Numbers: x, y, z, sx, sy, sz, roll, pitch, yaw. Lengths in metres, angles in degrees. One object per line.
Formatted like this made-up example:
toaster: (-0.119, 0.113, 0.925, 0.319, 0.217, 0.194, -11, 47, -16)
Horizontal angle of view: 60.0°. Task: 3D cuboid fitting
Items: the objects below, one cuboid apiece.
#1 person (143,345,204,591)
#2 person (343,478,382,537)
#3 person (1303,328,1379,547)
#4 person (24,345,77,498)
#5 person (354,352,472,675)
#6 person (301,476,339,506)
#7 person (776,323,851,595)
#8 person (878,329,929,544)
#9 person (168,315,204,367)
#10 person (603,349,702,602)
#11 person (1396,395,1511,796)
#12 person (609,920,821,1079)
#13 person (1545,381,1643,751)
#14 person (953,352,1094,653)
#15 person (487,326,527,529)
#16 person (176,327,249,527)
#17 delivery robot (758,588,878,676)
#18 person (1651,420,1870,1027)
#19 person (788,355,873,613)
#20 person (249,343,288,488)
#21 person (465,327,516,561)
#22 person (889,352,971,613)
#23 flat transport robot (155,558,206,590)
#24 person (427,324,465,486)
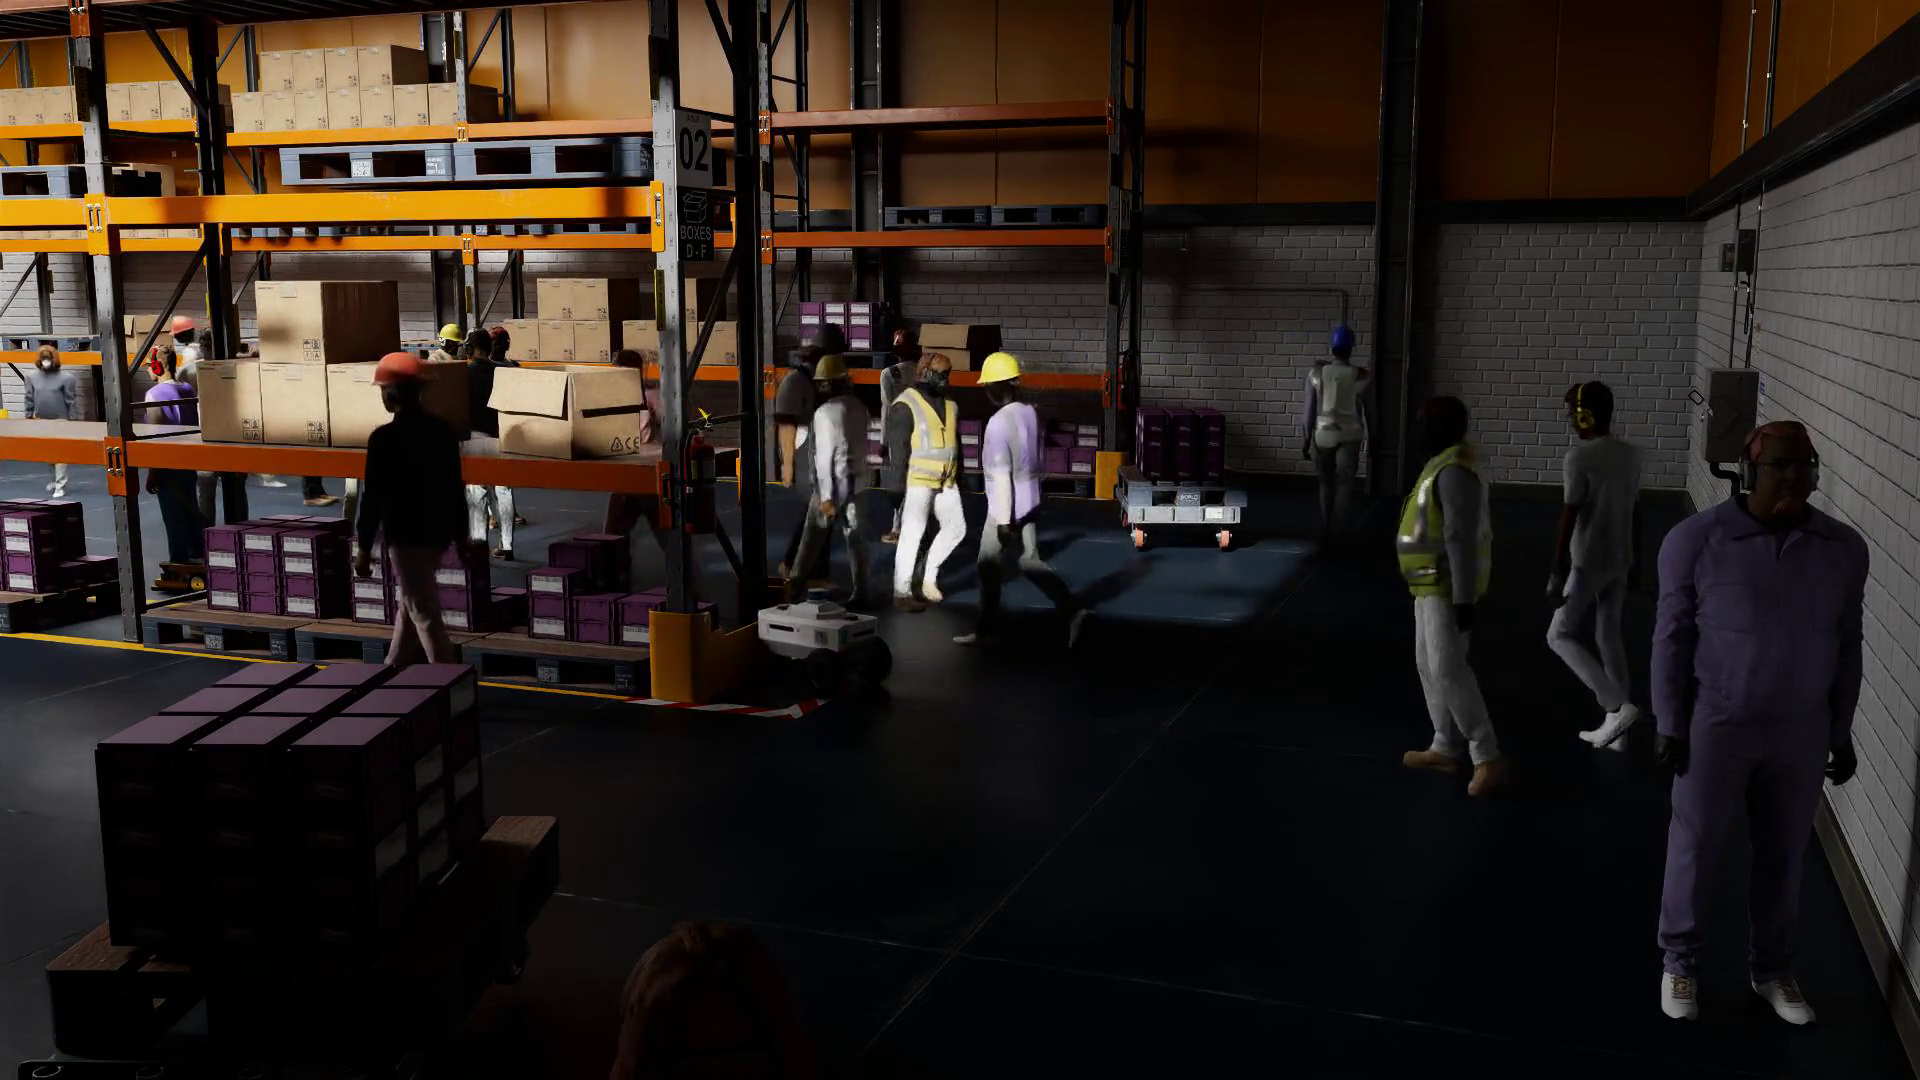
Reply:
person: (-5.878, -0.538, 12.484, 0.380, 1.836, 0.560, 1, 9, 5)
person: (-4.859, -0.727, 13.578, 0.329, 1.865, 0.512, 8, 12, 43)
person: (3.348, -0.907, 14.631, 0.644, 1.895, 1.016, 3, 10, 19)
person: (-9.662, -1.270, 17.707, 0.527, 1.619, 0.419, -2, 9, -10)
person: (-2.992, -0.020, 8.881, 0.930, 1.945, 0.640, 3, 10, 20)
person: (-6.613, -1.256, 16.999, 0.345, 1.840, 0.504, 0, 9, -2)
person: (-1.006, -0.599, 12.219, 0.542, 2.000, 0.699, 6, 11, 34)
person: (-0.476, -0.904, 14.627, 0.574, 1.885, 0.356, -7, 12, -39)
person: (-8.829, -1.652, 19.291, 0.549, 1.902, 0.589, -2, 9, -12)
person: (-2.239, -0.389, 11.509, 1.011, 1.849, 0.665, 3, 10, 20)
person: (2.310, 0.233, 7.767, 0.543, 1.802, 0.745, 2, 9, 9)
person: (-0.287, 1.235, 1.971, 0.504, 1.636, 0.280, 0, 9, -2)
person: (3.137, 0.145, 8.170, 0.648, 1.844, 0.471, -5, 10, -29)
person: (0.393, -0.223, 10.346, 0.882, 1.894, 0.594, 5, 10, 29)
person: (-4.320, -1.057, 15.578, 0.354, 1.887, 0.573, 8, 12, 40)
person: (-6.136, -0.796, 13.791, 0.627, 1.936, 0.373, -3, 10, -19)
delivery robot: (-0.824, 0.520, 9.549, 0.707, 0.478, 0.477, 7, 11, 35)
person: (2.509, 0.578, 5.235, 0.641, 1.913, 0.410, 1, 9, 5)
person: (-0.956, -0.388, 11.675, 0.720, 1.807, 0.605, 6, 11, 33)
person: (-7.830, -1.376, 18.429, 0.603, 1.618, 0.518, -1, 9, -6)
person: (-3.888, -0.764, 13.576, 0.372, 1.940, 0.631, 8, 12, 40)
person: (-0.222, -0.401, 11.667, 0.459, 1.819, 0.644, 7, 12, 39)
flat transport robot: (-5.210, 0.250, 12.428, 1.431, 0.197, 0.652, 3, 10, 19)
person: (-5.632, -1.473, 18.397, 0.404, 1.822, 0.586, 1, 9, 8)
